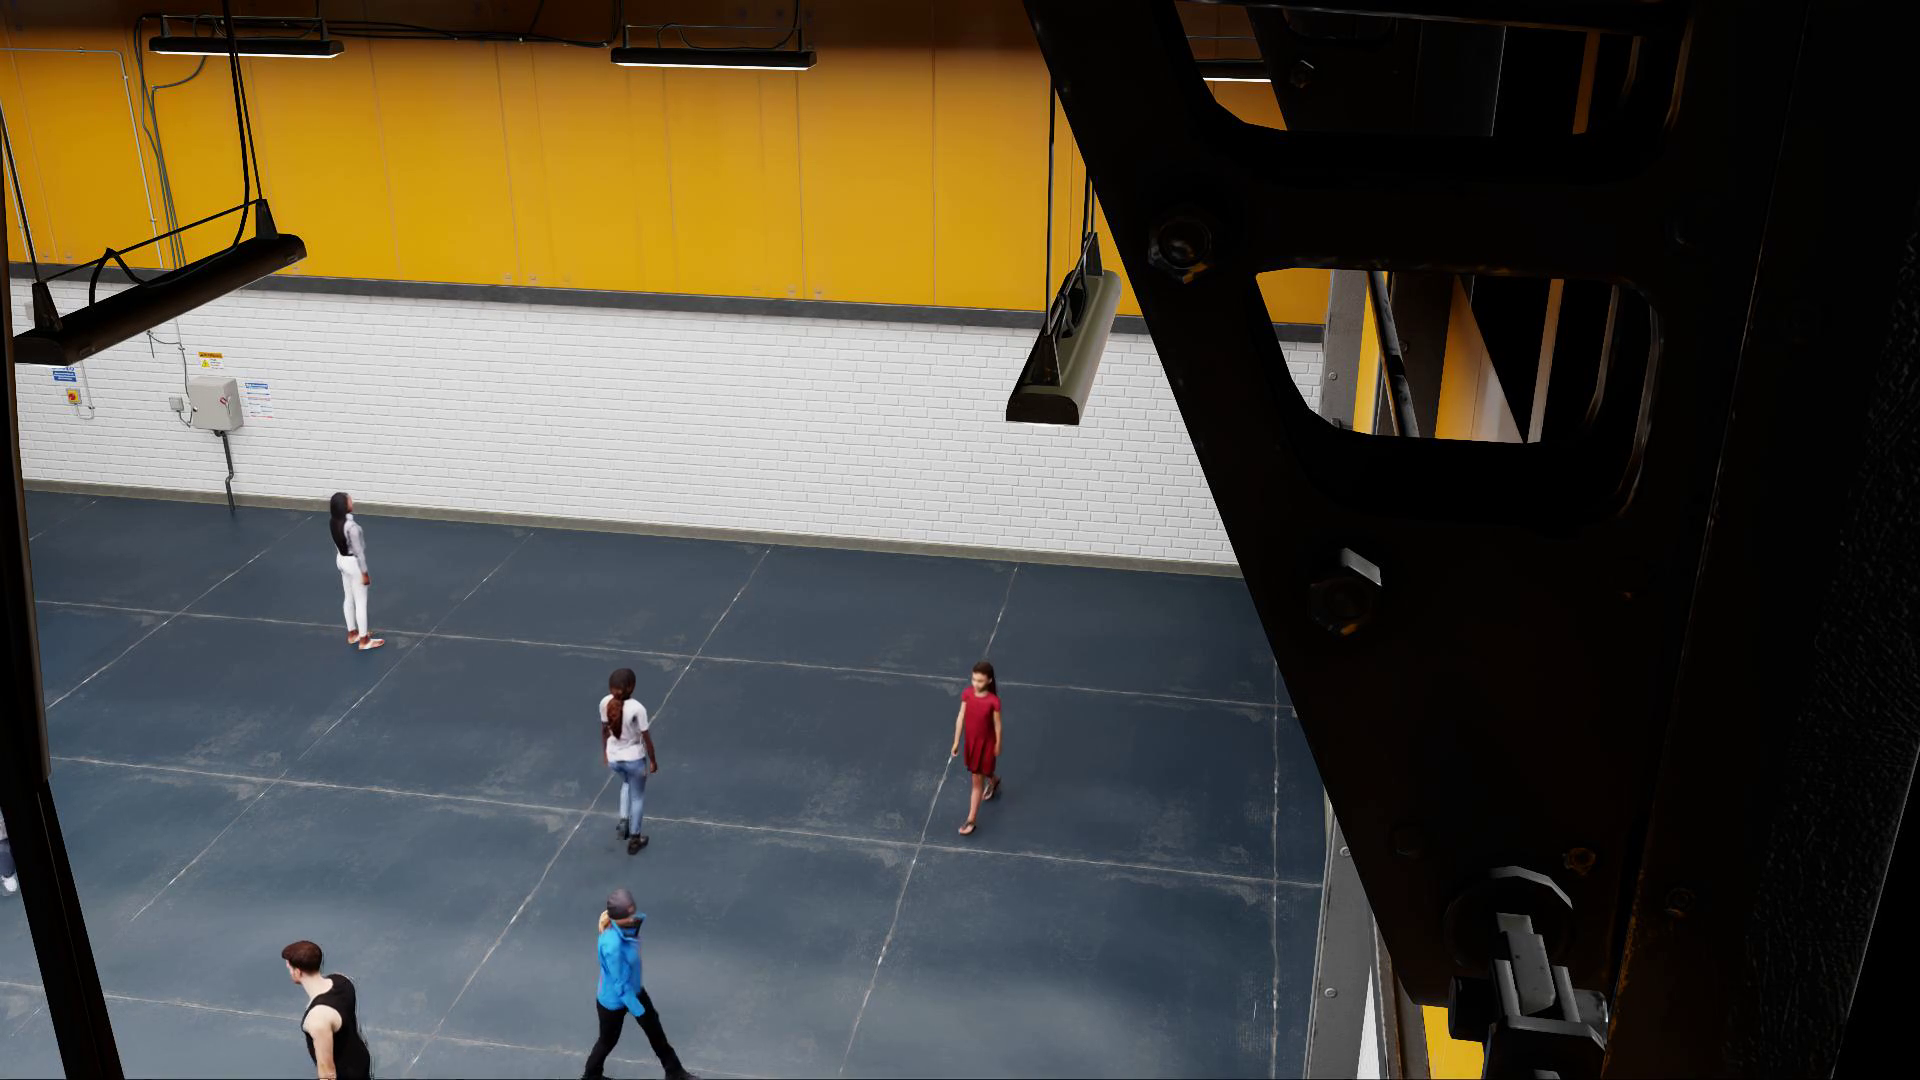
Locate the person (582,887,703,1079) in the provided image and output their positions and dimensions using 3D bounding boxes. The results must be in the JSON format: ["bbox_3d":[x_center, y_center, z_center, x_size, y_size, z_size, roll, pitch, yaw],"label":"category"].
[{"bbox_3d":[-2.334,3.053,11.050,0.680,1.752,0.970,2,24,4],"label":"person"}]

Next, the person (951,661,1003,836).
[{"bbox_3d":[0.204,1.708,14.415,0.785,1.522,1.132,13,27,27],"label":"person"}]

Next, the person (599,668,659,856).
[{"bbox_3d":[-2.803,1.868,13.816,0.655,1.709,0.681,9,25,19],"label":"person"}]

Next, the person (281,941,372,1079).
[{"bbox_3d":[-3.806,3.300,10.348,0.851,1.863,0.688,0,24,0],"label":"person"}]

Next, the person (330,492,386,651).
[{"bbox_3d":[-6.353,0.297,17.392,0.667,1.724,0.684,21,31,39],"label":"person"}]
